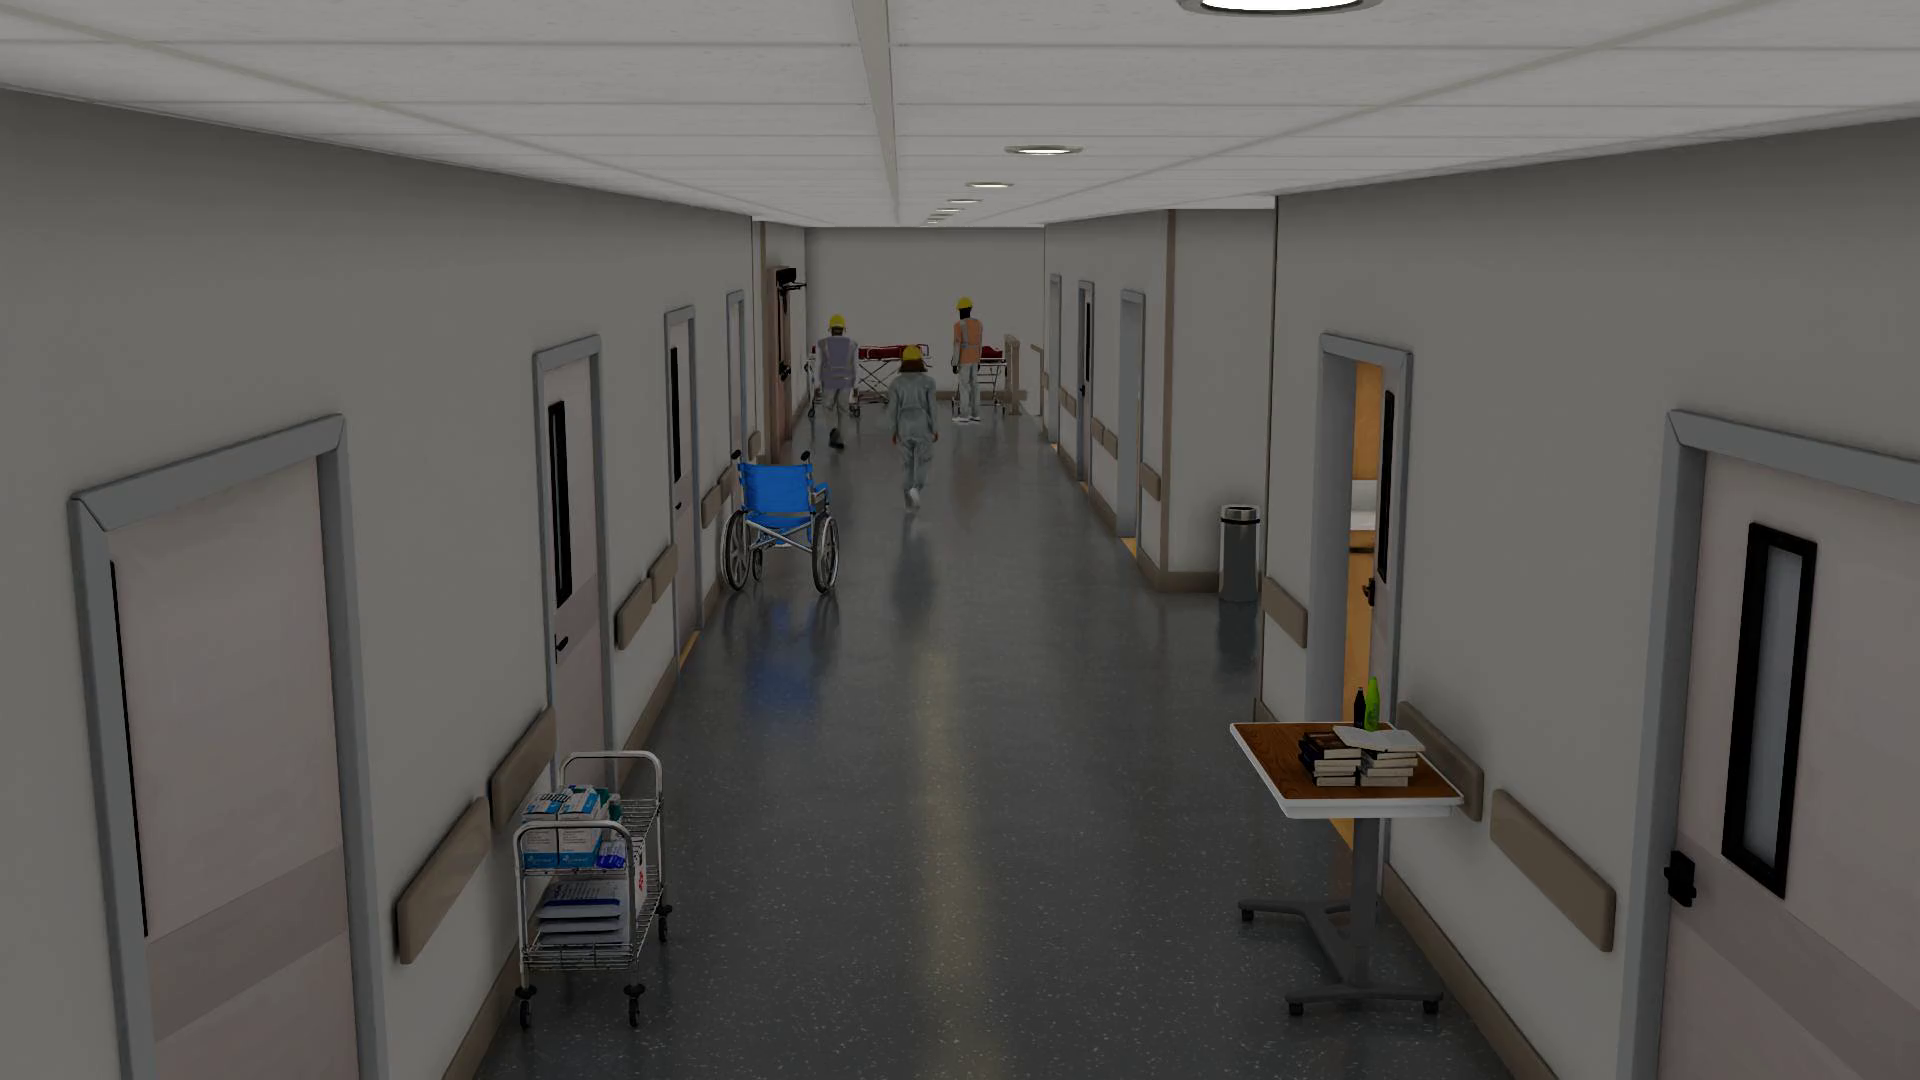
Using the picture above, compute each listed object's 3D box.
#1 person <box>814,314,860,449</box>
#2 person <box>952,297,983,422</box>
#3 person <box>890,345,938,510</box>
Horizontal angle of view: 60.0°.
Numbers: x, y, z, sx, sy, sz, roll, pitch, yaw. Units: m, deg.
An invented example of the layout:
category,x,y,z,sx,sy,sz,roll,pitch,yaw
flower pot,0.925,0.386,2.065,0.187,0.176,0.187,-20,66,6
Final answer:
category,x,y,z,sx,sy,sz,roll,pitch,yaw
person,-1.629,-2.092,22.138,0.610,1.813,0.472,-2,10,-12
person,0.099,-2.777,25.676,0.397,1.920,0.586,10,14,43
person,-0.490,-1.133,17.037,0.498,1.725,0.541,2,10,12
